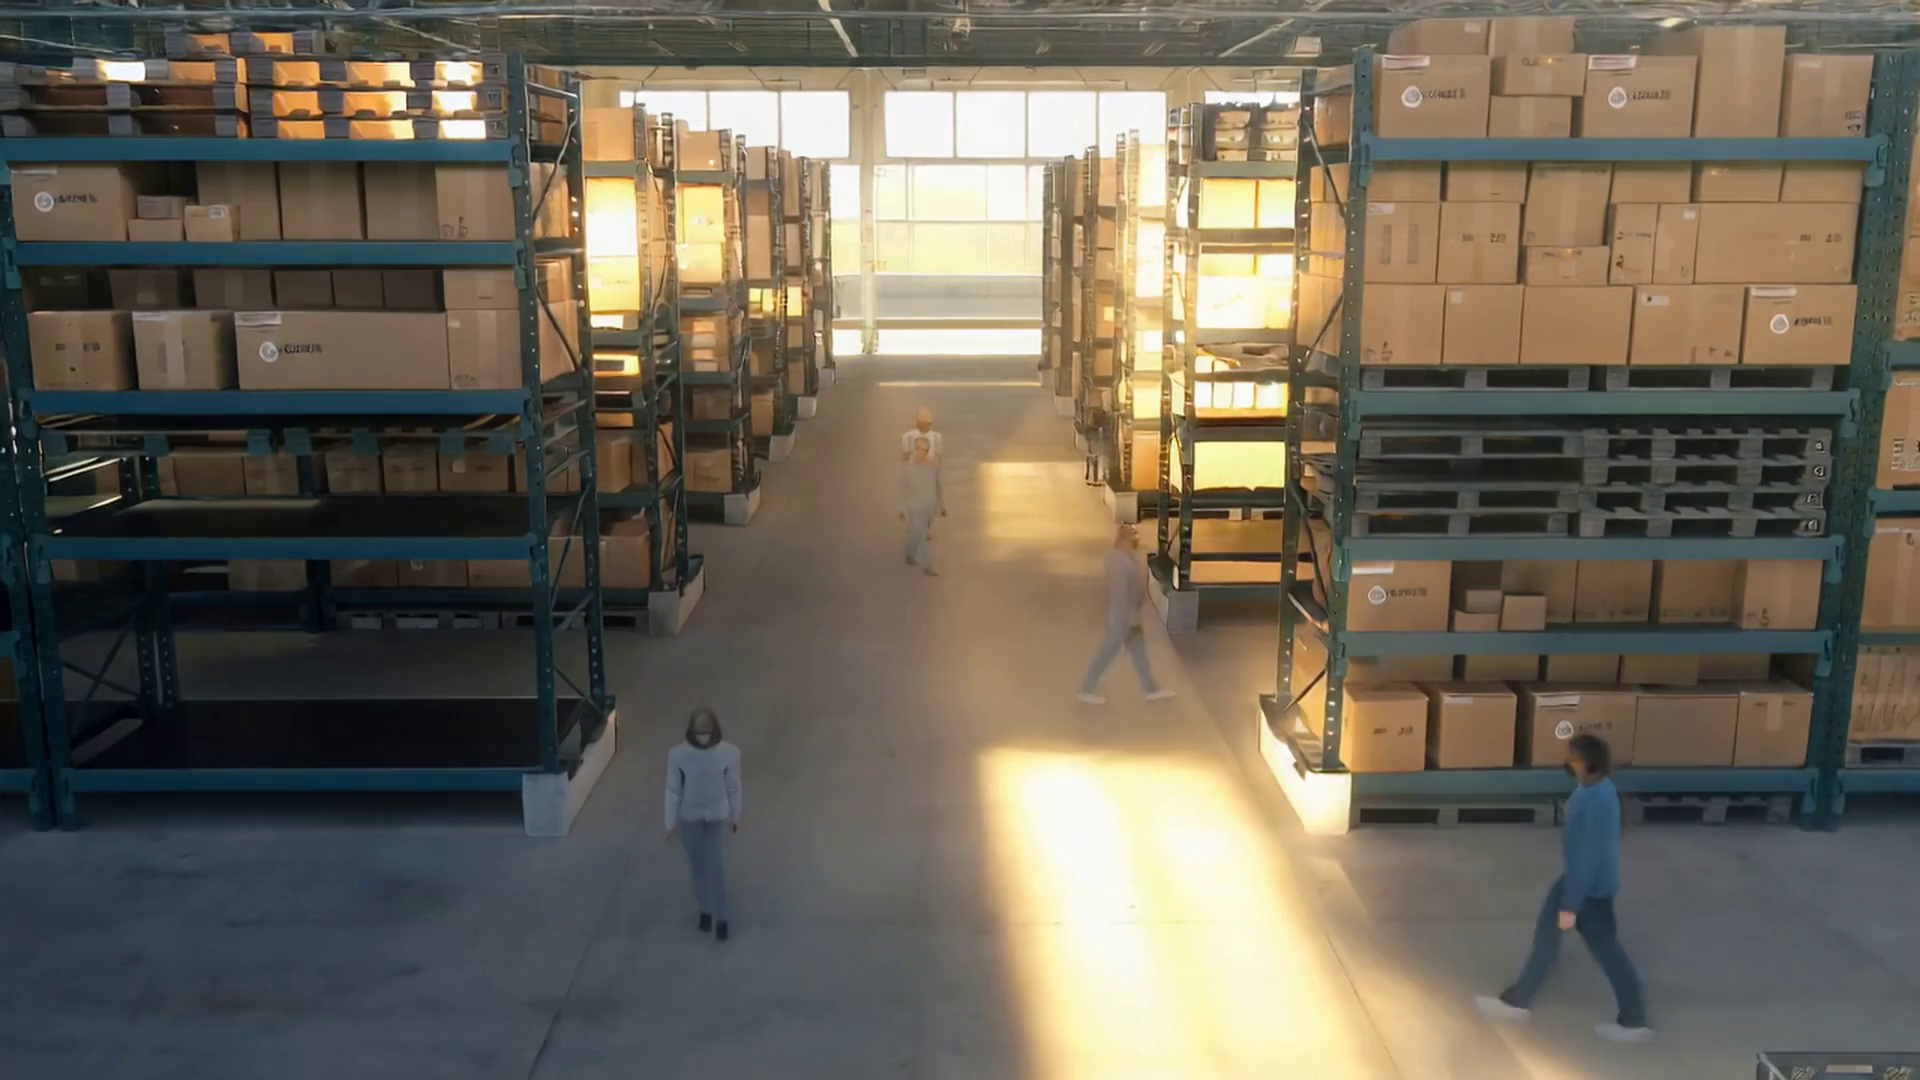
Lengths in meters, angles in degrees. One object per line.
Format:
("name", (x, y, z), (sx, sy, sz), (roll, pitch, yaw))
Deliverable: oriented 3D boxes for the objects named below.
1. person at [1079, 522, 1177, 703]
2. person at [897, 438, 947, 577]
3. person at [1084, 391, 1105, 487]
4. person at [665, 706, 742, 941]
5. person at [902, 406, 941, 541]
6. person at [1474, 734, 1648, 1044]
("person", (1.662, 0.735, 16.622), (1.013, 1.854, 0.666), (0, 11, 0))
("person", (-0.545, -0.487, 22.661), (0.649, 1.861, 1.010), (-7, 13, -32))
("person", (2.398, -1.797, 29.572), (0.319, 1.694, 0.535), (-6, 13, -27))
("person", (-1.743, 1.928, 11.298), (0.507, 1.616, 0.570), (0, 11, -2))
("person", (-0.586, -1.003, 24.805), (0.626, 2.023, 0.585), (-4, 12, -20))
("person", (3.686, 2.069, 9.931), (1.009, 1.885, 0.647), (3, 12, 17))
